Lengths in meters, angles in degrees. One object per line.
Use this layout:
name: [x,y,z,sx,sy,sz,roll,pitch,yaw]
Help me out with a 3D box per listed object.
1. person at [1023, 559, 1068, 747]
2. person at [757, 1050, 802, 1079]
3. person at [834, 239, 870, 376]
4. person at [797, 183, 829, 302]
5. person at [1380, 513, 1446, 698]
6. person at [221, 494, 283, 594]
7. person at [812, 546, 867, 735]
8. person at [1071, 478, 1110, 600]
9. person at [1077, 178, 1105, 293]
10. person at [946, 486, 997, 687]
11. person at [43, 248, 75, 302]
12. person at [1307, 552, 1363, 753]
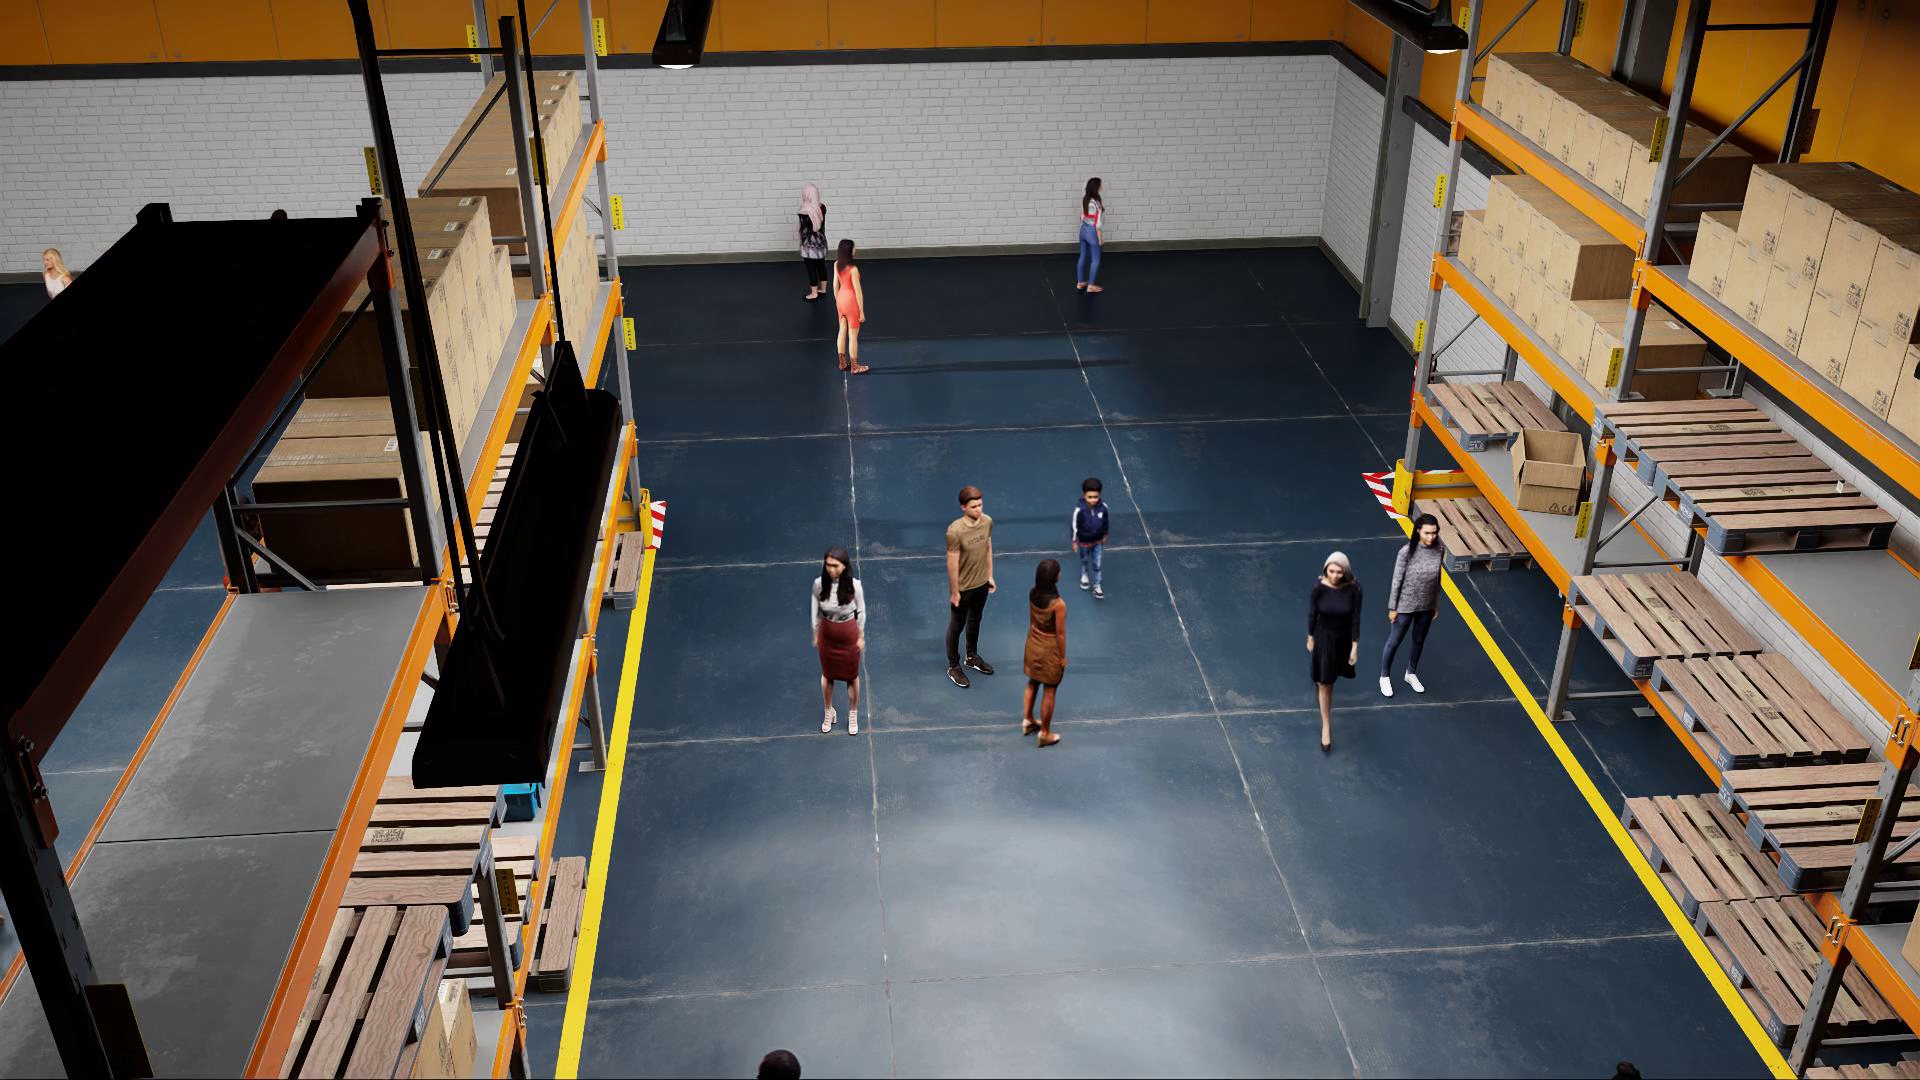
person: [0.703,0.912,13.675,0.701,1.683,0.605,-20,34,-32]
person: [-0.916,3.418,8.966,0.644,1.794,0.491,-4,29,-8]
person: [-1.381,-2.902,20.632,0.651,1.719,0.722,24,37,37]
person: [-2.020,-4.113,22.936,0.816,1.637,0.750,20,34,32]
person: [3.916,0.540,14.307,0.643,1.731,0.556,-6,29,-11]
person: [-6.189,0.366,14.638,0.765,1.720,0.725,-13,31,-22]
person: [-0.998,0.833,13.751,0.645,1.750,0.599,5,29,9]
person: [1.245,-0.063,15.968,0.528,1.200,0.739,-3,29,-5]
person: [1.829,-4.277,23.267,0.750,1.609,0.620,-19,34,-31]
person: [0.077,0.366,14.502,0.752,1.851,0.779,-23,36,-36]
person: [-10.724,-2.700,20.191,0.897,1.785,0.997,13,31,22]
person: [3.081,0.840,13.776,0.741,1.713,1.141,2,29,4]
